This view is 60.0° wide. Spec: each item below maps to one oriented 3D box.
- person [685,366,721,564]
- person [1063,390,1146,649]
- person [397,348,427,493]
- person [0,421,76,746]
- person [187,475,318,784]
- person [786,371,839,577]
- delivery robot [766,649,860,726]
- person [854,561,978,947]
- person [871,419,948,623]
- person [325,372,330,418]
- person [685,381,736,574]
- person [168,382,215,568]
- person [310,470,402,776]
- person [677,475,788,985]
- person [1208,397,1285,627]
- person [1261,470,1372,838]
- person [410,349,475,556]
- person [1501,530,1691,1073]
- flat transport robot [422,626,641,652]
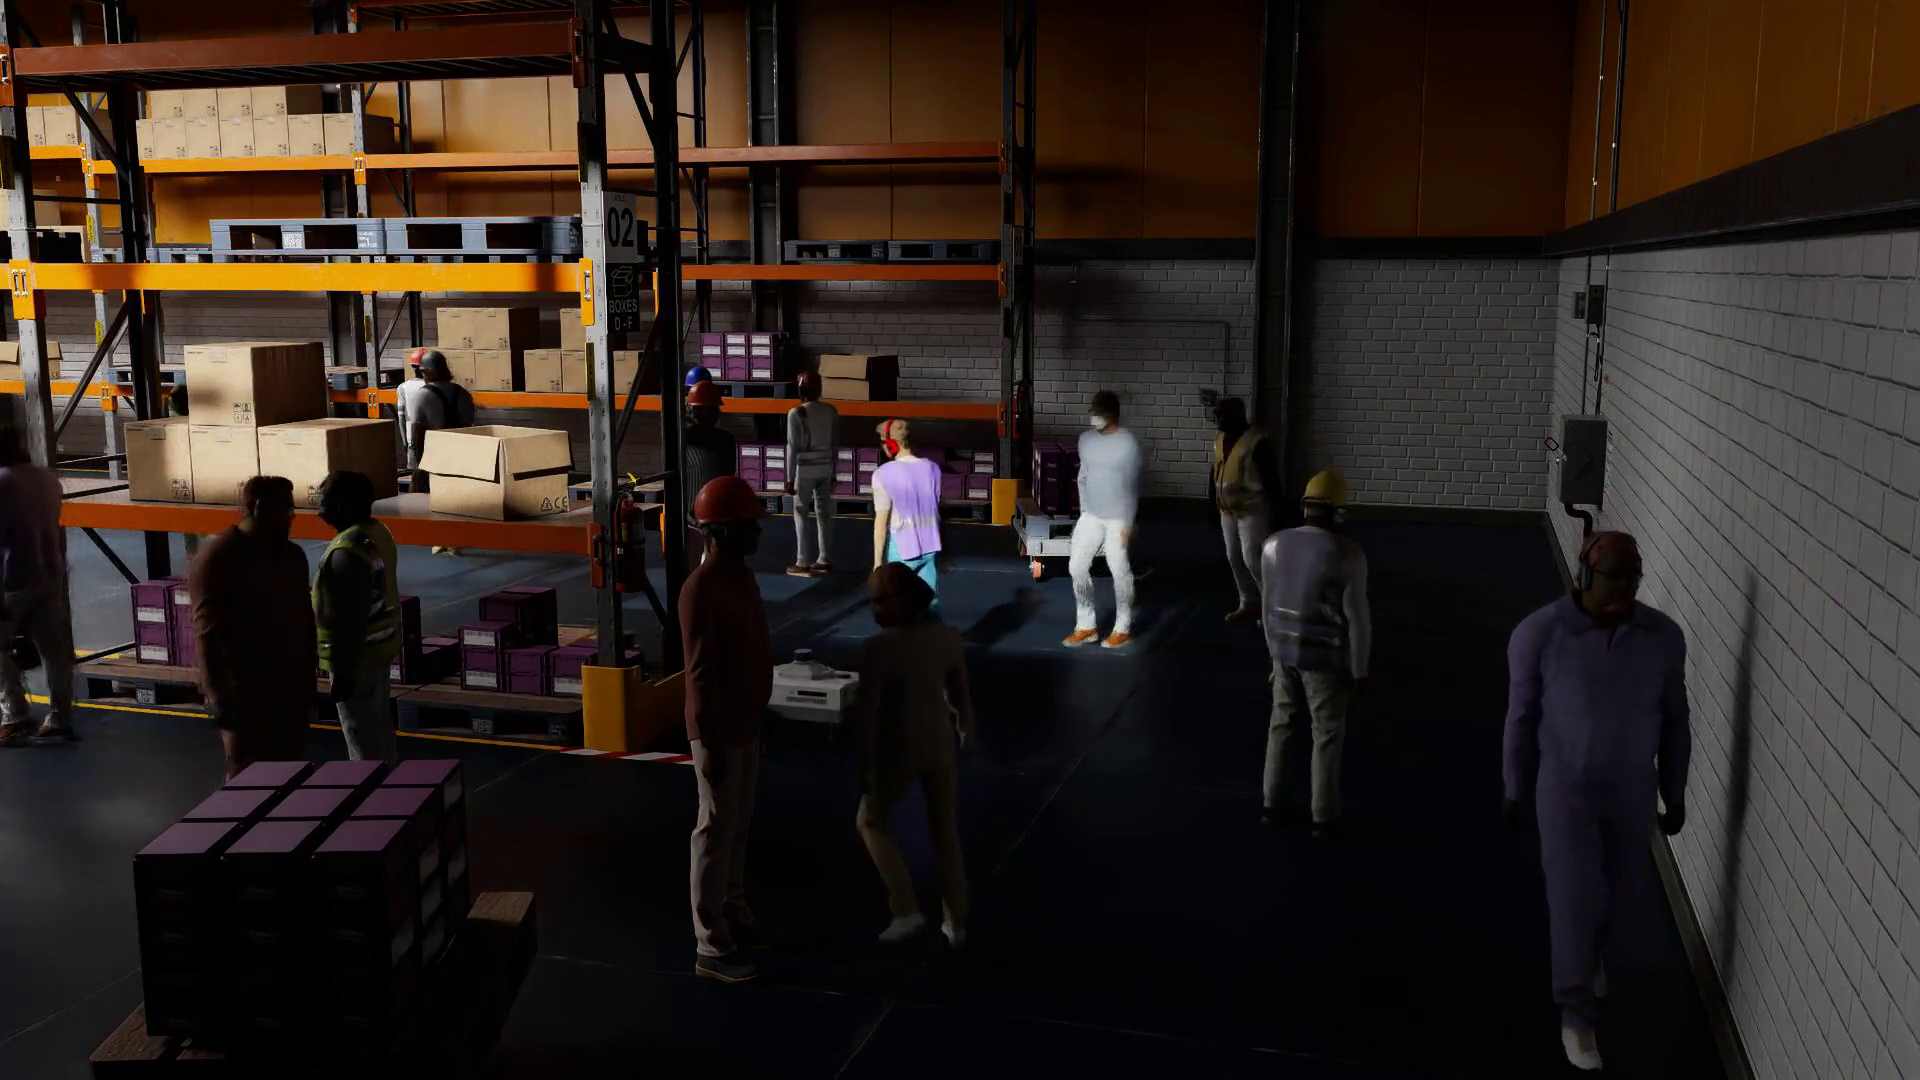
[{"bbox_3d":[-2.299,-0.557,14.655,0.406,1.945,0.614,6,11,34],"label":"person"},{"bbox_3d":[1.039,-0.134,12.148,0.674,1.914,0.650,-9,13,-44],"label":"person"},{"bbox_3d":[-5.777,-1.096,17.966,0.543,1.939,0.360,2,10,13],"label":"person"},{"bbox_3d":[-5.523,0.261,9.768,0.558,1.921,0.649,3,10,17],"label":"person"},{"bbox_3d":[-3.175,0.648,7.545,0.558,1.871,0.692,4,10,24],"label":"person"},{"bbox_3d":[-1.348,-0.604,15.174,0.586,1.878,0.358,-8,13,-42],"label":"person"},{"bbox_3d":[-0.921,0.886,9.807,0.707,0.478,0.477,3,10,17],"label":"delivery robot"},{"bbox_3d":[-0.166,0.891,6.838,0.608,1.616,0.408,-6,11,-32],"label":"person"},{"bbox_3d":[-0.324,0.111,10.978,0.654,1.811,0.502,-8,12,-39],"label":"person"},{"bbox_3d":[-7.853,-1.403,20.013,0.353,1.883,0.578,7,12,38],"label":"person"},{"bbox_3d":[-1.842,-0.157,12.072,0.379,1.996,0.611,9,13,43],"label":"person"},{"bbox_3d":[-6.475,-0.396,13.991,0.371,1.854,0.517,9,13,43],"label":"person"},{"bbox_3d":[-2.939,0.574,8.081,0.429,1.847,0.627,-1,9,-8],"label":"person"},{"bbox_3d":[-0.911,0.737,6.615,0.375,1.997,0.611,1,9,9],"label":"person"},{"bbox_3d":[2.217,-0.225,13.081,0.457,1.803,0.654,-6,11,-30],"label":"person"},{"bbox_3d":[1.768,0.566,8.223,0.426,1.814,0.614,-9,13,-42],"label":"person"},{"bbox_3d":[-5.039,-0.842,16.112,0.549,2.000,0.692,8,12,40],"label":"person"},{"bbox_3d":[2.324,0.884,6.089,0.661,1.881,0.848,0,9,1],"label":"person"},{"bbox_3d":[-3.062,0.749,11.789,1.431,0.197,0.652,3,10,17],"label":"flat transport robot"}]
